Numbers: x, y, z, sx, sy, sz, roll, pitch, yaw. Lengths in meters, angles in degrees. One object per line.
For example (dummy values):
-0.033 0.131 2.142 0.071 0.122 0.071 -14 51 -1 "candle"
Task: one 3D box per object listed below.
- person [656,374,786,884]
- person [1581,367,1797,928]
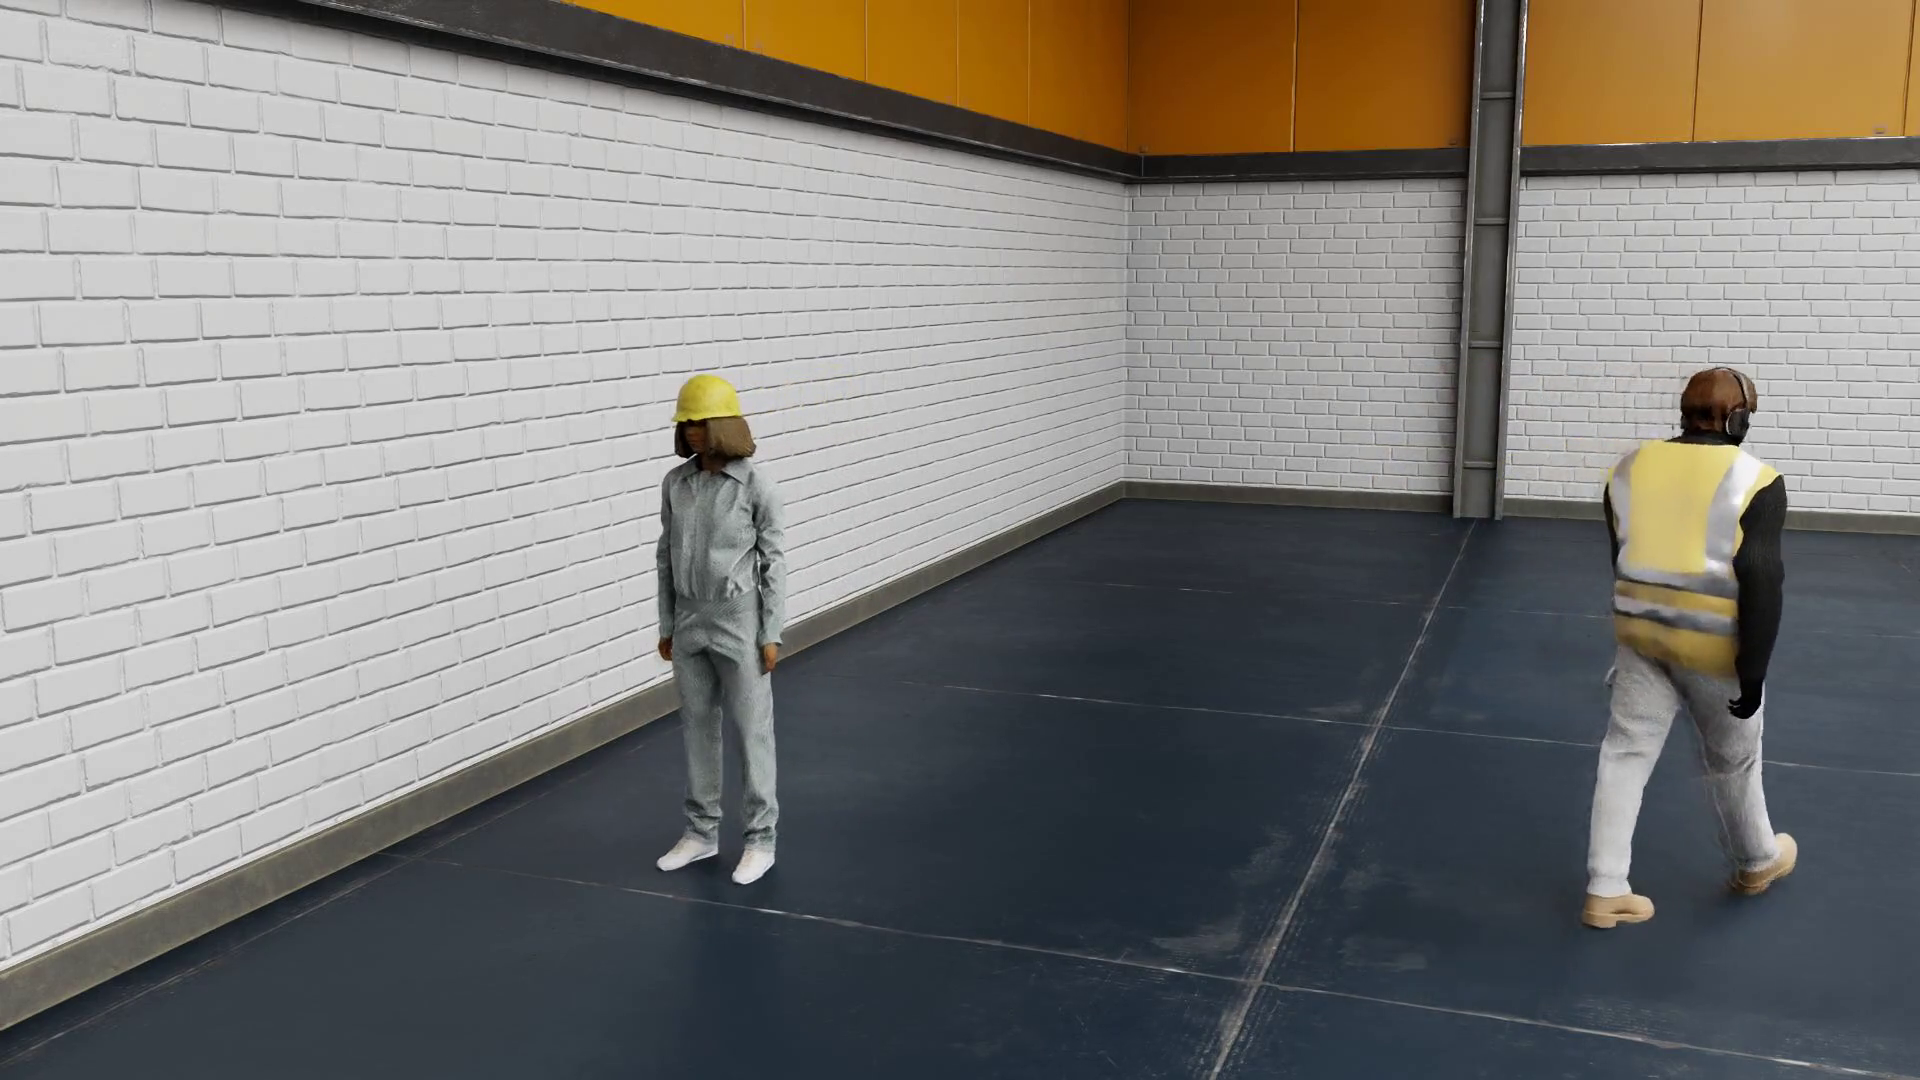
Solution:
-0.832 0.304 5.680 0.492 1.742 0.318 4 10 26 "person"
2.382 0.337 5.378 0.993 1.779 0.625 -7 11 -36 "person"
